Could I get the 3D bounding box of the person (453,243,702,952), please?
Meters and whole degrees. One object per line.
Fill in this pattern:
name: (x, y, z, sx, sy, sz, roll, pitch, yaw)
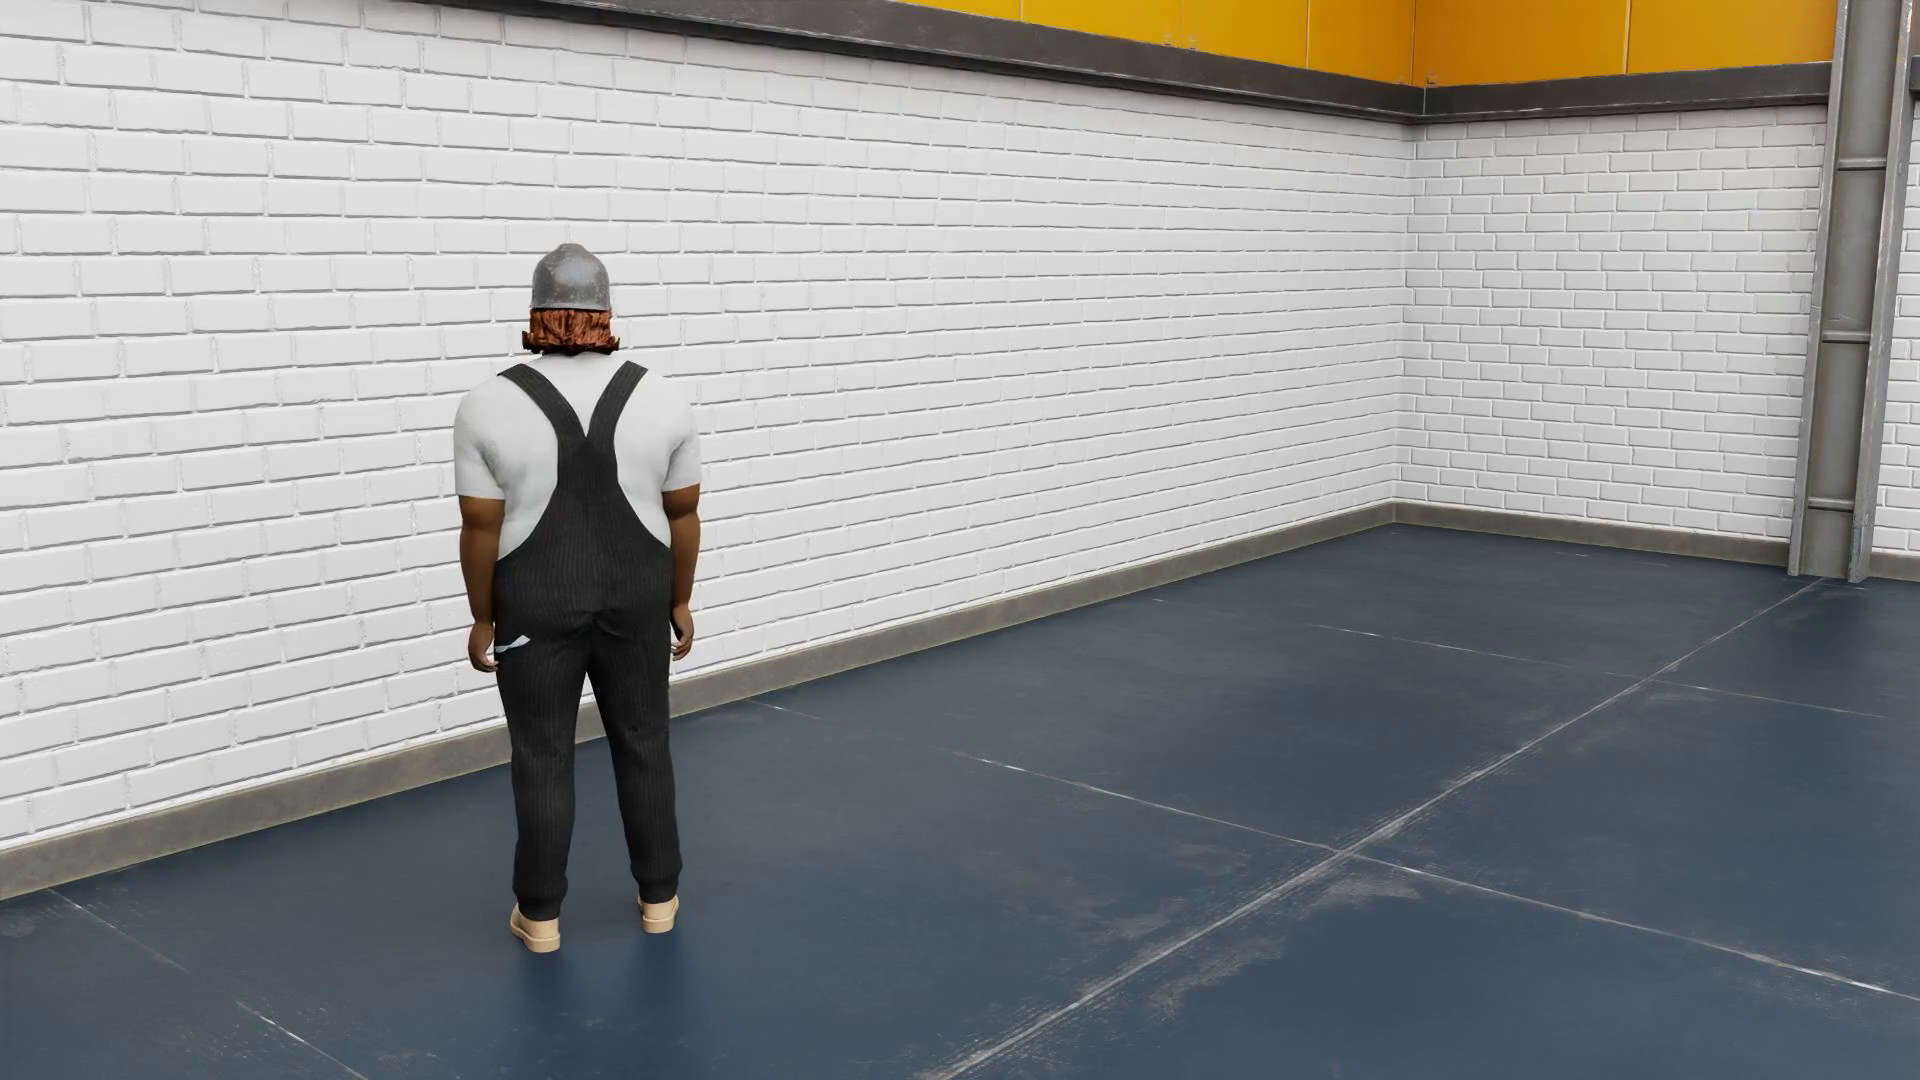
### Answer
person: (-1.111, 0.163, 4.851, 0.689, 2.000, 0.539, -4, 11, -22)
